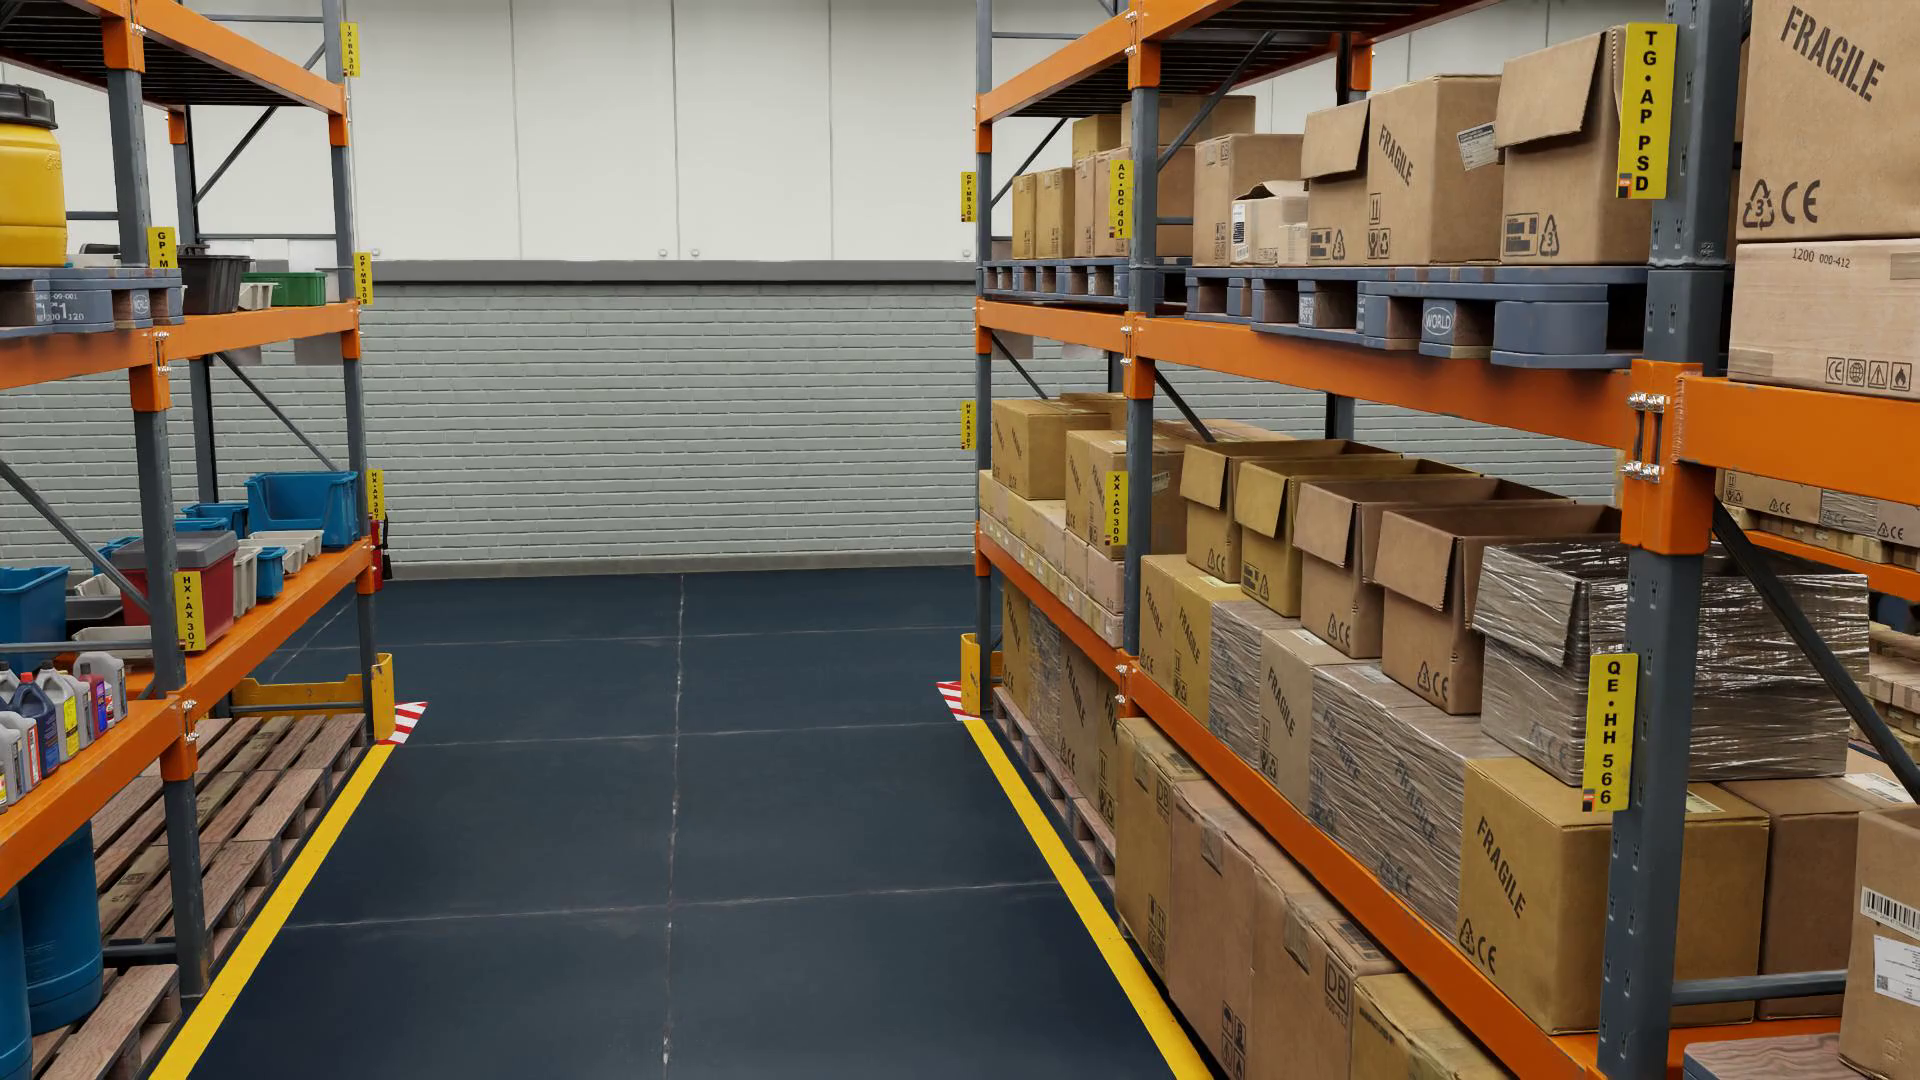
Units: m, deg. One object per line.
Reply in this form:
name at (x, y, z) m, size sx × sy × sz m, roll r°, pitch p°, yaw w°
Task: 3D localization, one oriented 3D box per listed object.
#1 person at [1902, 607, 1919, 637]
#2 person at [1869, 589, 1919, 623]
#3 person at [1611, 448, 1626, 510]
person at (7.201, 0.274, 12.153) m, size 0.766 × 1.605 × 0.526 m, roll 7°, pitch 12°, yaw 39°
person at (6.938, 0.134, 12.290) m, size 0.888 × 1.864 × 0.578 m, roll 5°, pitch 10°, yaw 28°
person at (5.895, -0.294, 14.728) m, size 0.494 × 1.902 × 0.652 m, roll 1°, pitch 9°, yaw 6°
